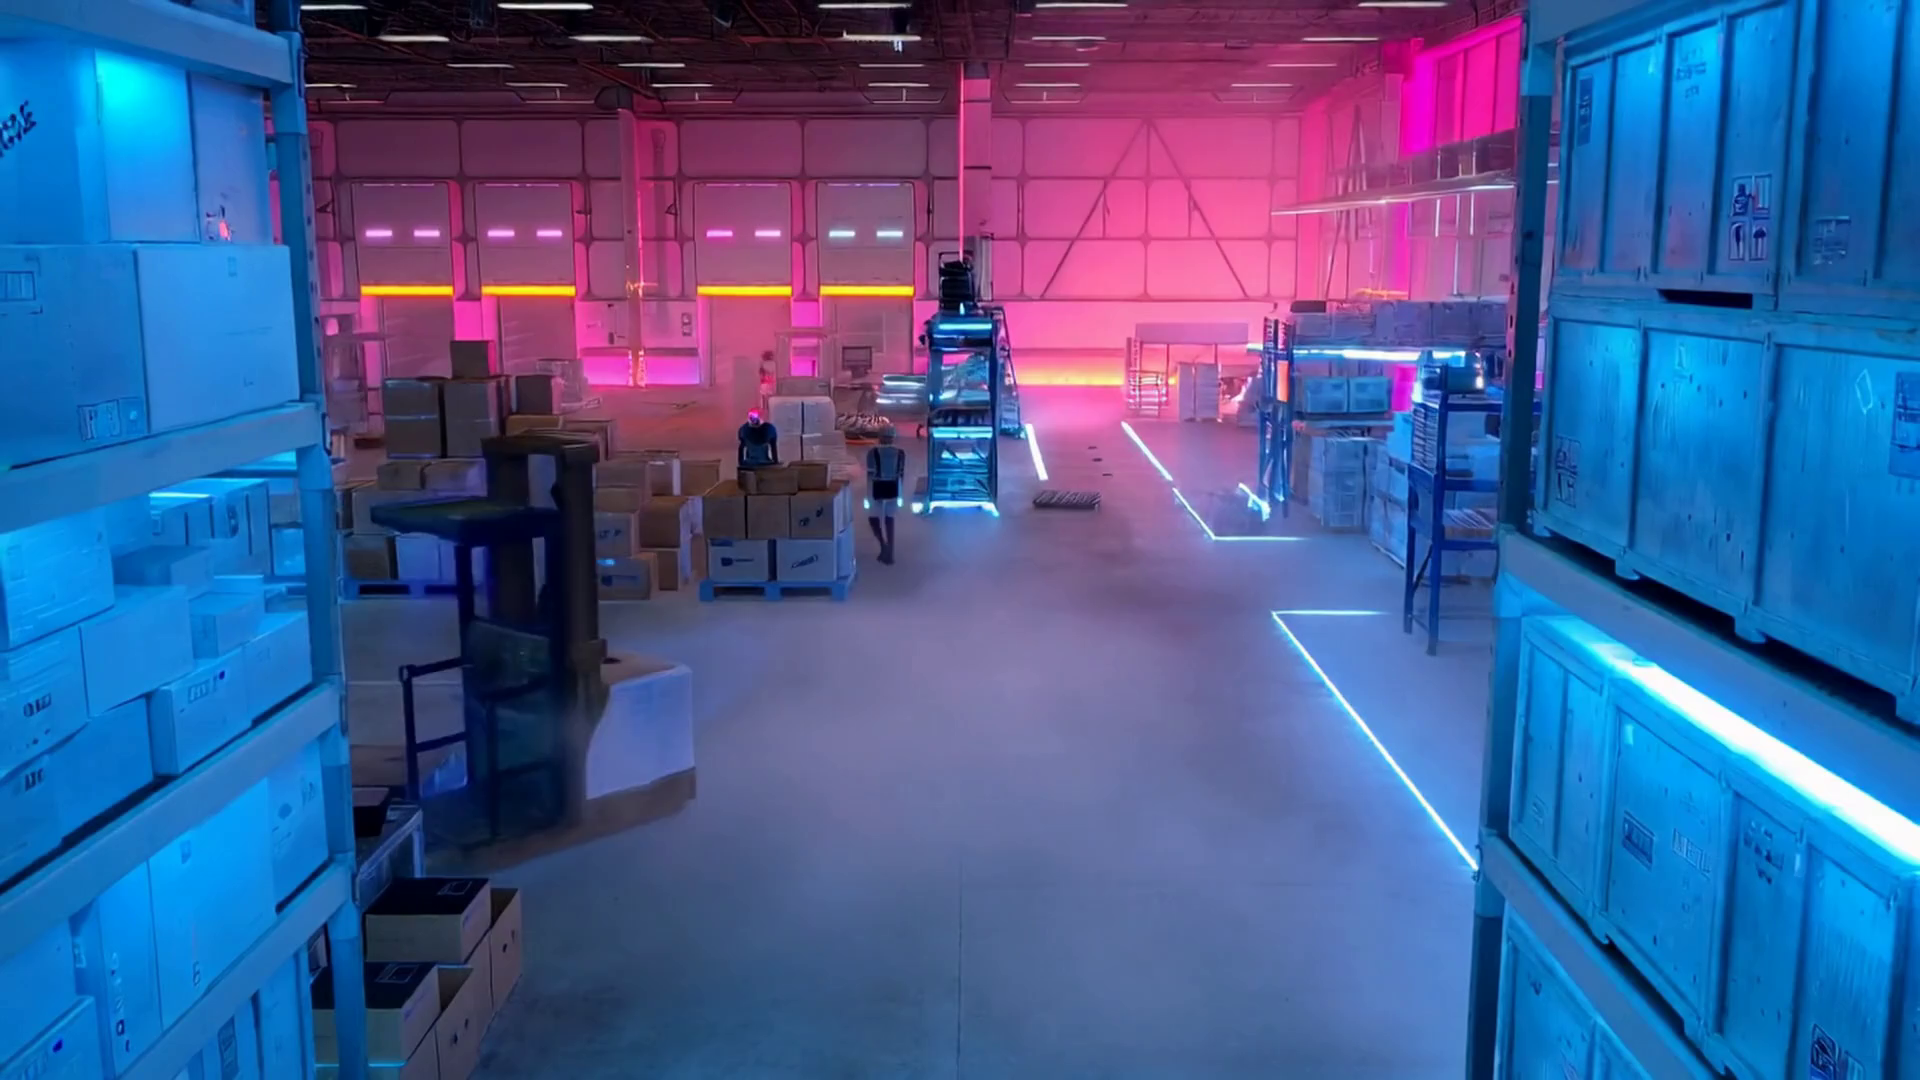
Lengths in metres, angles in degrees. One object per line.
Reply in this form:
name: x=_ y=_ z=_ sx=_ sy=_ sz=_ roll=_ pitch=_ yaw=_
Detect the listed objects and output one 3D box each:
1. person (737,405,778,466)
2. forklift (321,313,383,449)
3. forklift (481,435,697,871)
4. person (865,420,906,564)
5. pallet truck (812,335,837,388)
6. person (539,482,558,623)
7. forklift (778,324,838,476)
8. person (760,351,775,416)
person: x=-2.971 y=-1.029 z=24.404 sx=0.628 sy=1.929 sz=0.363 roll=3 pitch=10 yaw=16
forklift: x=-13.290 y=-3.411 z=35.384 sx=1.873 sy=2.768 sz=1.129 roll=4 pitch=10 yaw=20
forklift: x=-2.934 y=0.663 z=11.878 sx=1.129 sy=2.768 sz=1.873 roll=8 pitch=13 yaw=39
person: x=-1.002 y=-0.625 z=22.068 sx=0.586 sy=1.922 sz=0.407 roll=-4 pitch=11 yaw=-24
pallet truck: x=-3.021 y=-4.312 z=43.126 sx=1.885 sy=1.965 sz=0.823 roll=3 pitch=10 yaw=17
person: x=-4.289 y=0.183 z=18.131 sx=0.746 sy=1.669 sz=0.550 roll=-2 pitch=10 yaw=-11
forklift: x=-2.831 y=-2.538 z=30.347 sx=1.129 sy=2.768 sz=1.873 roll=-1 pitch=10 yaw=-6
person: x=-4.775 y=-3.934 z=41.879 sx=0.537 sy=1.678 sz=0.678 roll=-10 pitch=14 yaw=-44
